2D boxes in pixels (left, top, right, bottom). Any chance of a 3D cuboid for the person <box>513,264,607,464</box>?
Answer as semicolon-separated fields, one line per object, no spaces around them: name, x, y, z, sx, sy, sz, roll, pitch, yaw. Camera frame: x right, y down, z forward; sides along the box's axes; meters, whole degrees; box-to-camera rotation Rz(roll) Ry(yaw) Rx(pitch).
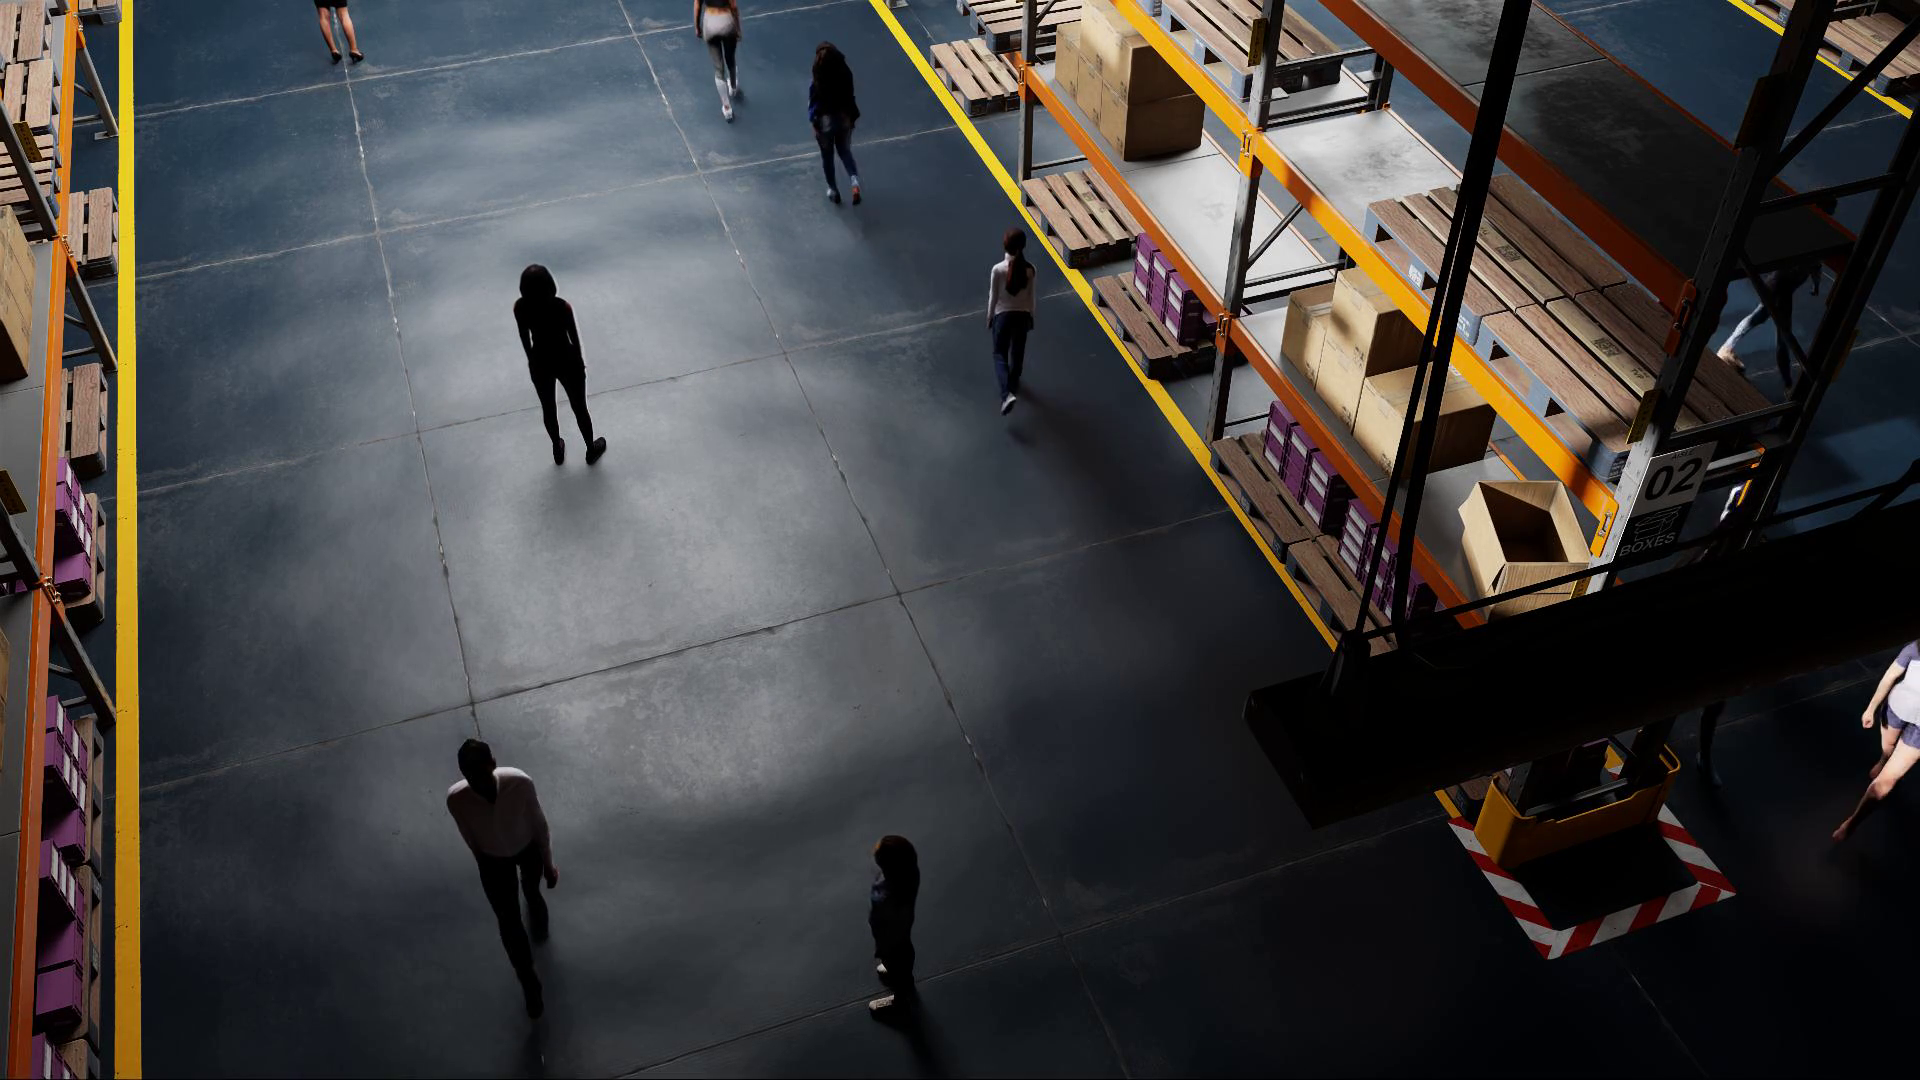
person;-3.000;-1.297;12.322;0.676;1.740;0.656;2;44;2

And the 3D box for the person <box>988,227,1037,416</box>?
person;0.411;-1.676;12.866;0.649;1.537;1.008;-5;44;-5

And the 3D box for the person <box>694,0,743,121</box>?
person;-2.338;-4.902;16.152;0.700;1.677;0.995;-6;44;-7

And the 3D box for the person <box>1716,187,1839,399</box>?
person;6.405;-2.013;13.064;0.788;1.753;1.165;-24;49;-23

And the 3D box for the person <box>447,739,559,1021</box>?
person;-2.483;1.636;9.187;0.608;1.818;1.205;-15;46;-15

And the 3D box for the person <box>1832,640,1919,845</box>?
person;5.731;1.023;9.952;0.974;1.650;1.143;-34;53;-30

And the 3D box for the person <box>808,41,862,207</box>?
person;-1.110;-3.681;14.919;0.629;1.610;0.829;-15;46;-15

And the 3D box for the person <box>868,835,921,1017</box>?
person;-0.352;2.063;8.985;0.699;1.477;0.596;7;44;8

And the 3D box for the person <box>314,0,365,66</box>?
person;-6.466;-5.659;16.947;0.604;1.677;0.571;0;44;0
